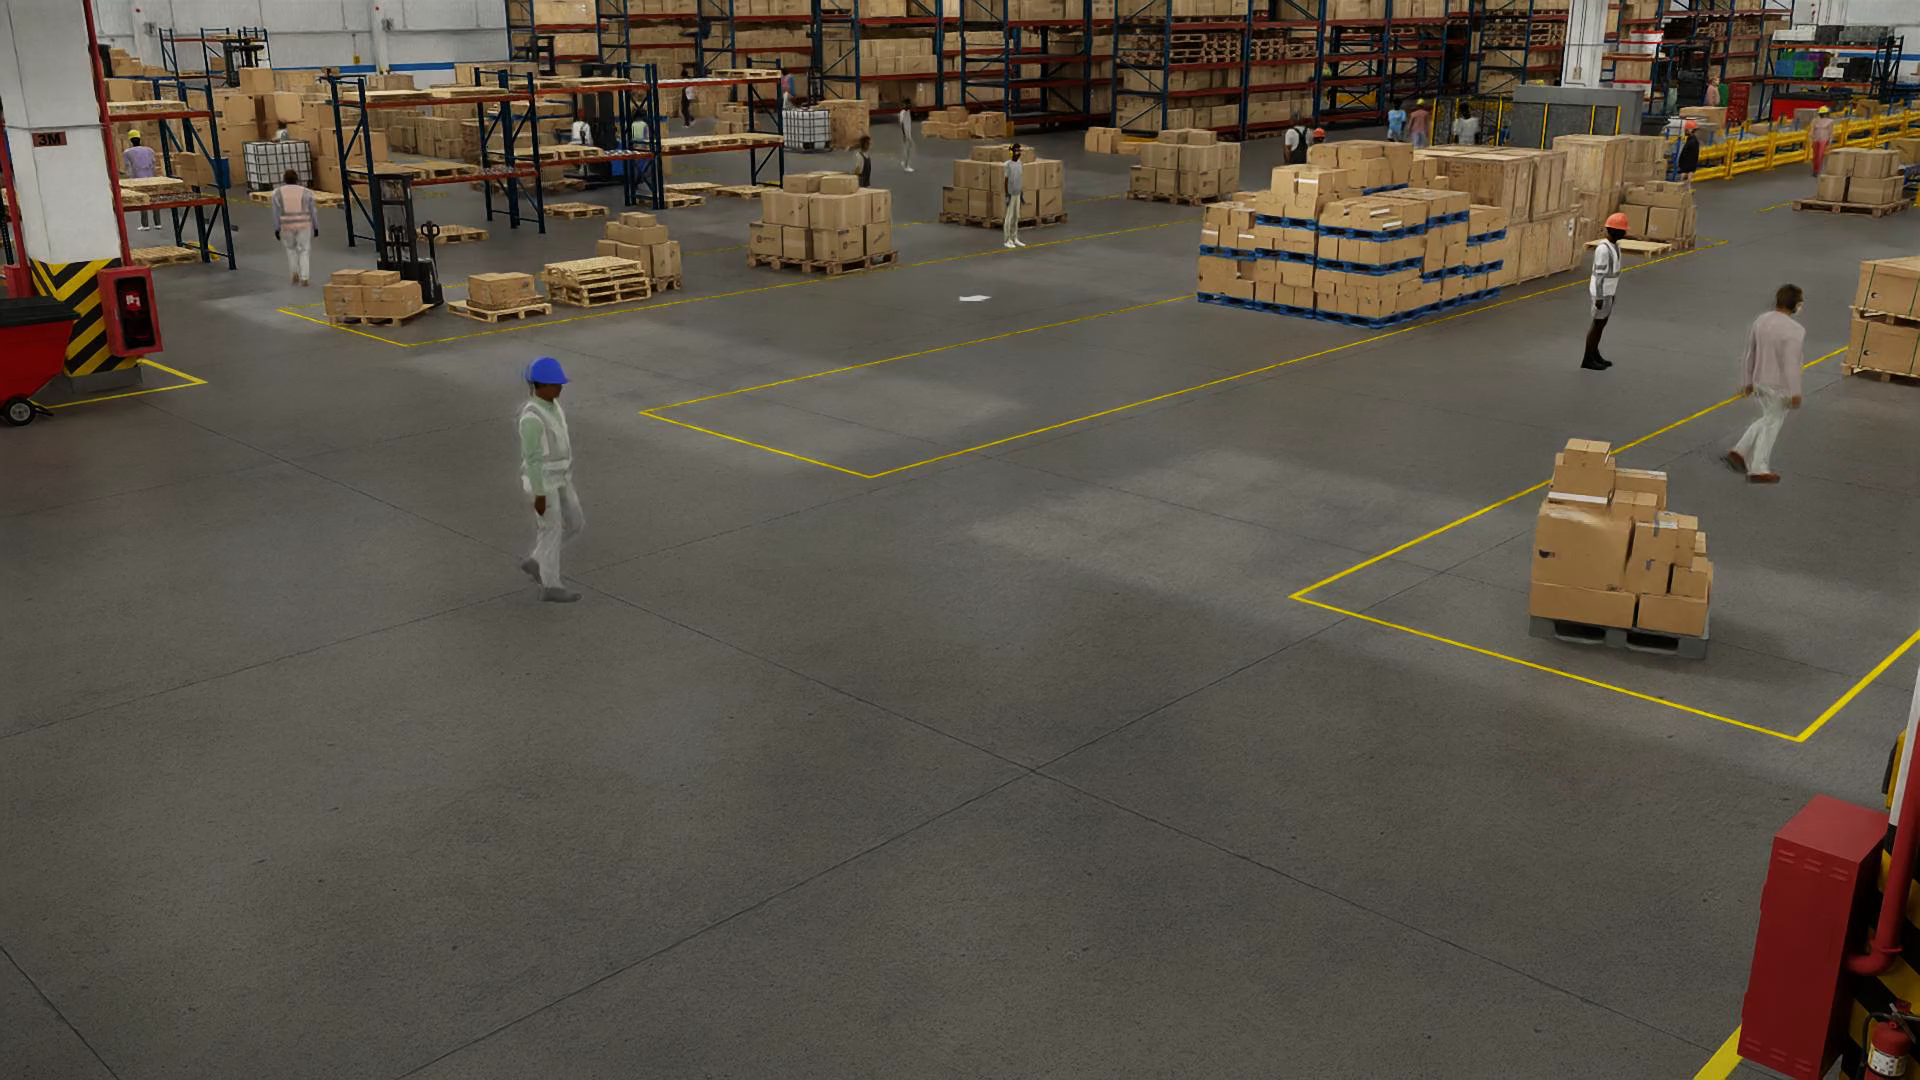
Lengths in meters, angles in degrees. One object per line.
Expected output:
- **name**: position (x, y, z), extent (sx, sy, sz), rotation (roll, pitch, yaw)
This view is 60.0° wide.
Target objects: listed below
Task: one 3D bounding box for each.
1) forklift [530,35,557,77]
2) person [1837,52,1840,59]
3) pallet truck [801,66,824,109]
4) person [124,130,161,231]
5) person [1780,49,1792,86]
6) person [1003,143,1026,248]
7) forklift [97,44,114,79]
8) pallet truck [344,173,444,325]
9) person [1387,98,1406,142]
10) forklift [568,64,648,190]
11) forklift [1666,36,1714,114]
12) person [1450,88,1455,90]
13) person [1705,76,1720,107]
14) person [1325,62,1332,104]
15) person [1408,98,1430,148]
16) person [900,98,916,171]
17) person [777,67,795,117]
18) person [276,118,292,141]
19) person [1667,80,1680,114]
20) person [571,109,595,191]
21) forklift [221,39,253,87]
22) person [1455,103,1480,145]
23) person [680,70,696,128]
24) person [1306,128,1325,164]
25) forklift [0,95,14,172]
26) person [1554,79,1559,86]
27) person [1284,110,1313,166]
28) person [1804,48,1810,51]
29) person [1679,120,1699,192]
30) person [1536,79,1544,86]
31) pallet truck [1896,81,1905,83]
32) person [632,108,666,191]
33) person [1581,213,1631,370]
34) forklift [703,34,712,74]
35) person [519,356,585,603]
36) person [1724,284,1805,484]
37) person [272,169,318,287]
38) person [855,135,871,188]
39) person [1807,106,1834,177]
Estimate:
- **forklift**: position (-15.770, -17.726, 63.188), extent (1.873, 2.768, 1.129), rotation (14, 23, 35)
- **person**: position (41.160, -22.287, 78.312), extent (0.397, 1.992, 0.621), rotation (14, 23, 36)
- **pallet truck**: position (-4.812, -15.182, 56.903), extent (0.823, 1.965, 1.885), rotation (-9, 21, -26)
- **person**: position (-15.912, -6.993, 32.355), extent (0.381, 1.918, 0.584), rotation (15, 24, 38)
- **person**: position (40.065, -22.891, 80.491), extent (0.320, 1.769, 0.523), rotation (-10, 21, -28)
- **person**: position (0.994, -6.259, 30.219), extent (0.328, 1.872, 0.513), rotation (14, 23, 36)
- **forklift**: position (-27.144, -14.333, 52.966), extent (1.873, 2.768, 1.129), rotation (-4, 19, -12)
- **pallet truck**: position (-8.209, -4.181, 23.757), extent (0.823, 1.965, 1.885), rotation (3, 19, 9)
- **person**: position (11.983, -11.275, 45.640), extent (0.534, 1.672, 0.746), rotation (13, 22, 34)
- **forklift**: position (-8.472, -9.771, 39.220), extent (1.129, 2.768, 1.873), rotation (17, 25, 41)
- **forklift**: position (27.341, -17.291, 61.877), extent (1.129, 2.768, 1.873), rotation (17, 25, 41)
- **person**: position (22.997, -22.001, 77.539), extent (0.372, 1.940, 0.630), rotation (7, 19, 19)
- **person**: position (23.699, -13.643, 52.419), extent (0.403, 1.904, 0.637), rotation (10, 21, 29)
- **person**: position (15.068, -18.536, 67.485), extent (0.556, 1.679, 0.457), rotation (-15, 24, -39)
- **person**: position (12.261, -10.899, 44.415), extent (0.532, 1.735, 0.846), rotation (-2, 18, -5)
- **person**: position (-1.343, -10.416, 42.762), extent (0.380, 1.856, 0.569), rotation (7, 20, 21)
- **person**: position (-6.353, -16.385, 60.850), extent (0.952, 1.793, 0.613), rotation (-17, 25, -41)
- **person**: position (-15.934, -9.100, 39.167), extent (0.518, 1.615, 0.682), rotation (17, 25, 42)
- **person**: position (23.884, -14.544, 55.577), extent (0.565, 1.613, 0.520), rotation (17, 25, 41)
- **person**: position (-8.725, -9.080, 38.723), extent (0.591, 1.860, 0.668), rotation (15, 23, 37)
- **forklift**: position (-25.471, -16.298, 58.885), extent (1.873, 2.768, 1.129), rotation (17, 25, 41)
- **person**: position (12.104, -9.427, 39.679), extent (0.650, 1.923, 0.439), rotation (-3, 19, -8)
- **person**: position (-9.225, -14.869, 56.101), extent (0.474, 1.903, 0.629), rotation (3, 19, 9)
- **person**: position (6.986, -7.081, 32.593), extent (0.552, 1.933, 0.372), rotation (-5, 19, -15)
- **forklift**: position (-24.286, -10.810, 42.349), extent (1.129, 2.768, 1.873), rotation (17, 25, 41)
- **person**: position (19.638, -14.324, 54.817), extent (0.549, 1.662, 0.712), rotation (12, 22, 33)
- **person**: position (7.310, -8.305, 36.115), extent (0.690, 2.000, 0.688), rotation (-8, 20, -22)
- **person**: position (42.176, -23.730, 82.814), extent (0.668, 1.906, 0.490), rotation (0, 18, 1)
- **person**: position (14.779, -7.521, 33.827), extent (0.374, 1.992, 0.622), rotation (6, 19, 17)
- **person**: position (18.260, -13.684, 52.708), extent (0.588, 1.799, 0.880), rotation (12, 22, 33)
- **pallet truck**: position (34.802, -16.331, 61.455), extent (0.653, 1.274, 1.630), rotation (17, 25, 41)
- **person**: position (-7.344, -9.122, 38.851), extent (0.595, 1.870, 0.964), rotation (15, 23, 37)
- **person**: position (7.975, -3.063, 20.508), extent (0.385, 1.929, 0.541), rotation (14, 23, 36)
- **forklift**: position (-9.793, -18.352, 65.073), extent (1.873, 2.768, 1.129), rotation (-10, 21, -28)
- **person**: position (-3.119, -0.448, 12.611), extent (0.461, 1.930, 0.631), rotation (2, 18, 5)
- **person**: position (7.664, -1.455, 15.655), extent (0.470, 1.921, 0.636), rotation (-1, 18, -4)
- **person**: position (-10.553, -4.982, 26.468), extent (0.657, 1.801, 0.936), rotation (-6, 19, -18)
- **person**: position (-1.943, -6.967, 32.425), extent (0.615, 1.825, 0.526), rotation (7, 19, 19)
- **person**: position (21.386, -9.915, 41.444), extent (0.802, 1.731, 0.540), rotation (-17, 25, -41)
